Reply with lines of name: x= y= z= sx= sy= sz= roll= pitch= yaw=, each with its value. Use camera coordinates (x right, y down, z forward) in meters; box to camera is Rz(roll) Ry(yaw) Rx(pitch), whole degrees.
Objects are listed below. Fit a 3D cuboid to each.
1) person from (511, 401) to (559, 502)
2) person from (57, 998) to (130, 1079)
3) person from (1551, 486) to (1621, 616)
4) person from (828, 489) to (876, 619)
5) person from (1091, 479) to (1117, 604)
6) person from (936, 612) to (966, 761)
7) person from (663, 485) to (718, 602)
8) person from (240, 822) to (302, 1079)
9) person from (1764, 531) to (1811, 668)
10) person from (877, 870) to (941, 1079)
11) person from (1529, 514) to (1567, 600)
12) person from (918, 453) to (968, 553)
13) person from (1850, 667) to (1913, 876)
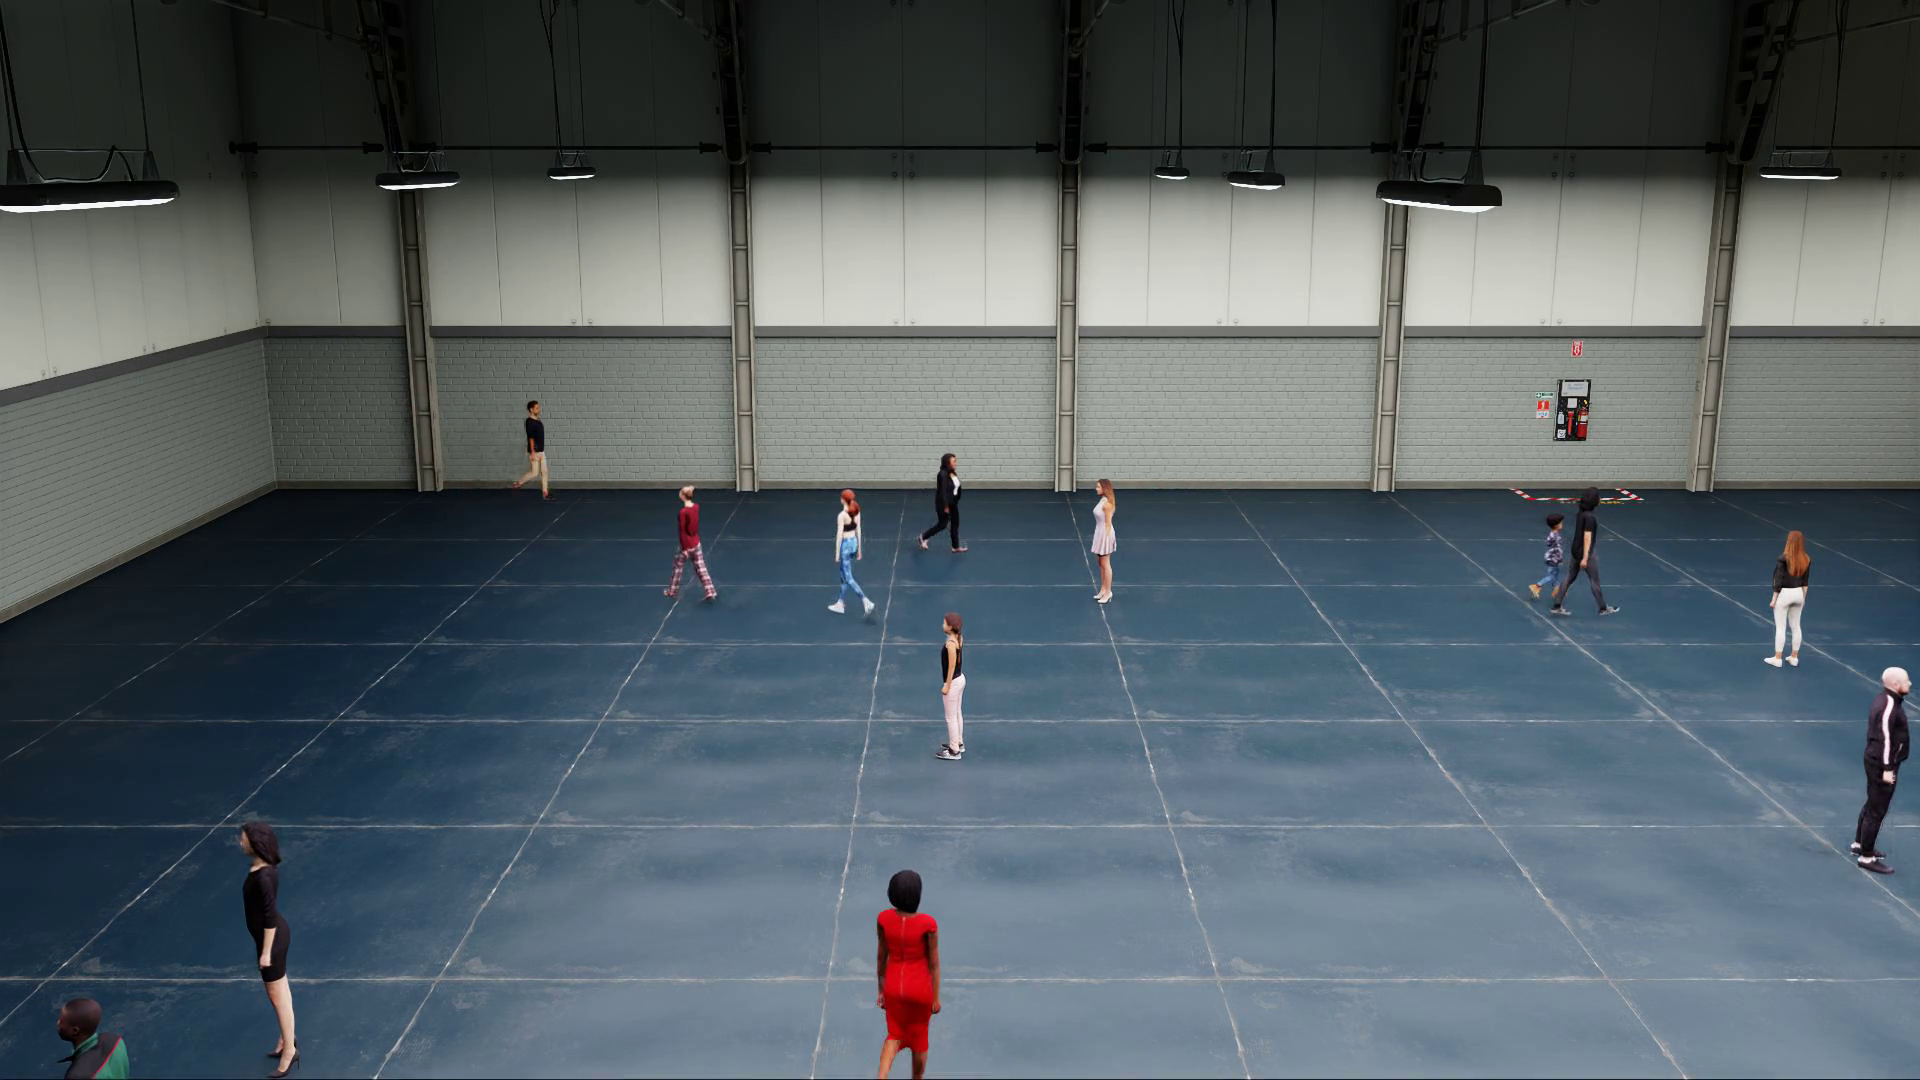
person: x=-7.777 y=-1.598 z=30.185 sx=1.084 sy=1.837 sz=0.718 roll=1 pitch=13 yaw=5
person: x=-4.633 y=3.313 z=8.969 sx=0.632 sy=1.839 sz=0.713 roll=-2 pitch=13 yaw=-7
person: x=8.386 y=0.178 z=22.623 sx=1.120 sy=1.788 sz=0.653 roll=-1 pitch=13 yaw=-2
person: x=-1.462 y=0.210 z=22.549 sx=1.157 sy=1.759 sz=1.046 roll=11 pitch=17 yaw=39
person: x=2.033 y=0.002 z=23.425 sx=0.614 sy=1.769 sz=0.596 roll=-2 pitch=13 yaw=-8
person: x=-0.075 y=1.505 z=17.384 sx=0.578 sy=1.565 sz=0.582 roll=3 pitch=13 yaw=15
person: x=-3.722 y=0.087 z=23.319 sx=1.181 sy=1.651 sz=0.977 roll=7 pitch=15 yaw=29
person: x=-4.708 y=2.774 z=11.370 sx=0.607 sy=1.807 sz=0.652 roll=-5 pitch=14 yaw=-20
person: x=10.220 y=0.716 z=20.484 sx=0.481 sy=1.704 sz=0.667 roll=-1 pitch=13 yaw=-6
person: x=-0.363 y=2.969 z=10.700 sx=0.891 sy=1.729 sz=0.799 roll=4 pitch=14 yaw=18
person: x=8.354 y=0.249 z=23.541 sx=0.784 sy=1.235 sz=0.492 roll=0 pitch=13 yaw=2
person: x=-0.290 y=-0.558 z=26.242 sx=1.096 sy=1.589 sz=0.862 roll=5 pitch=14 yaw=19
person: x=8.111 y=1.994 z=14.670 sx=0.740 sy=1.837 sz=0.769 roll=6 pitch=14 yaw=25
